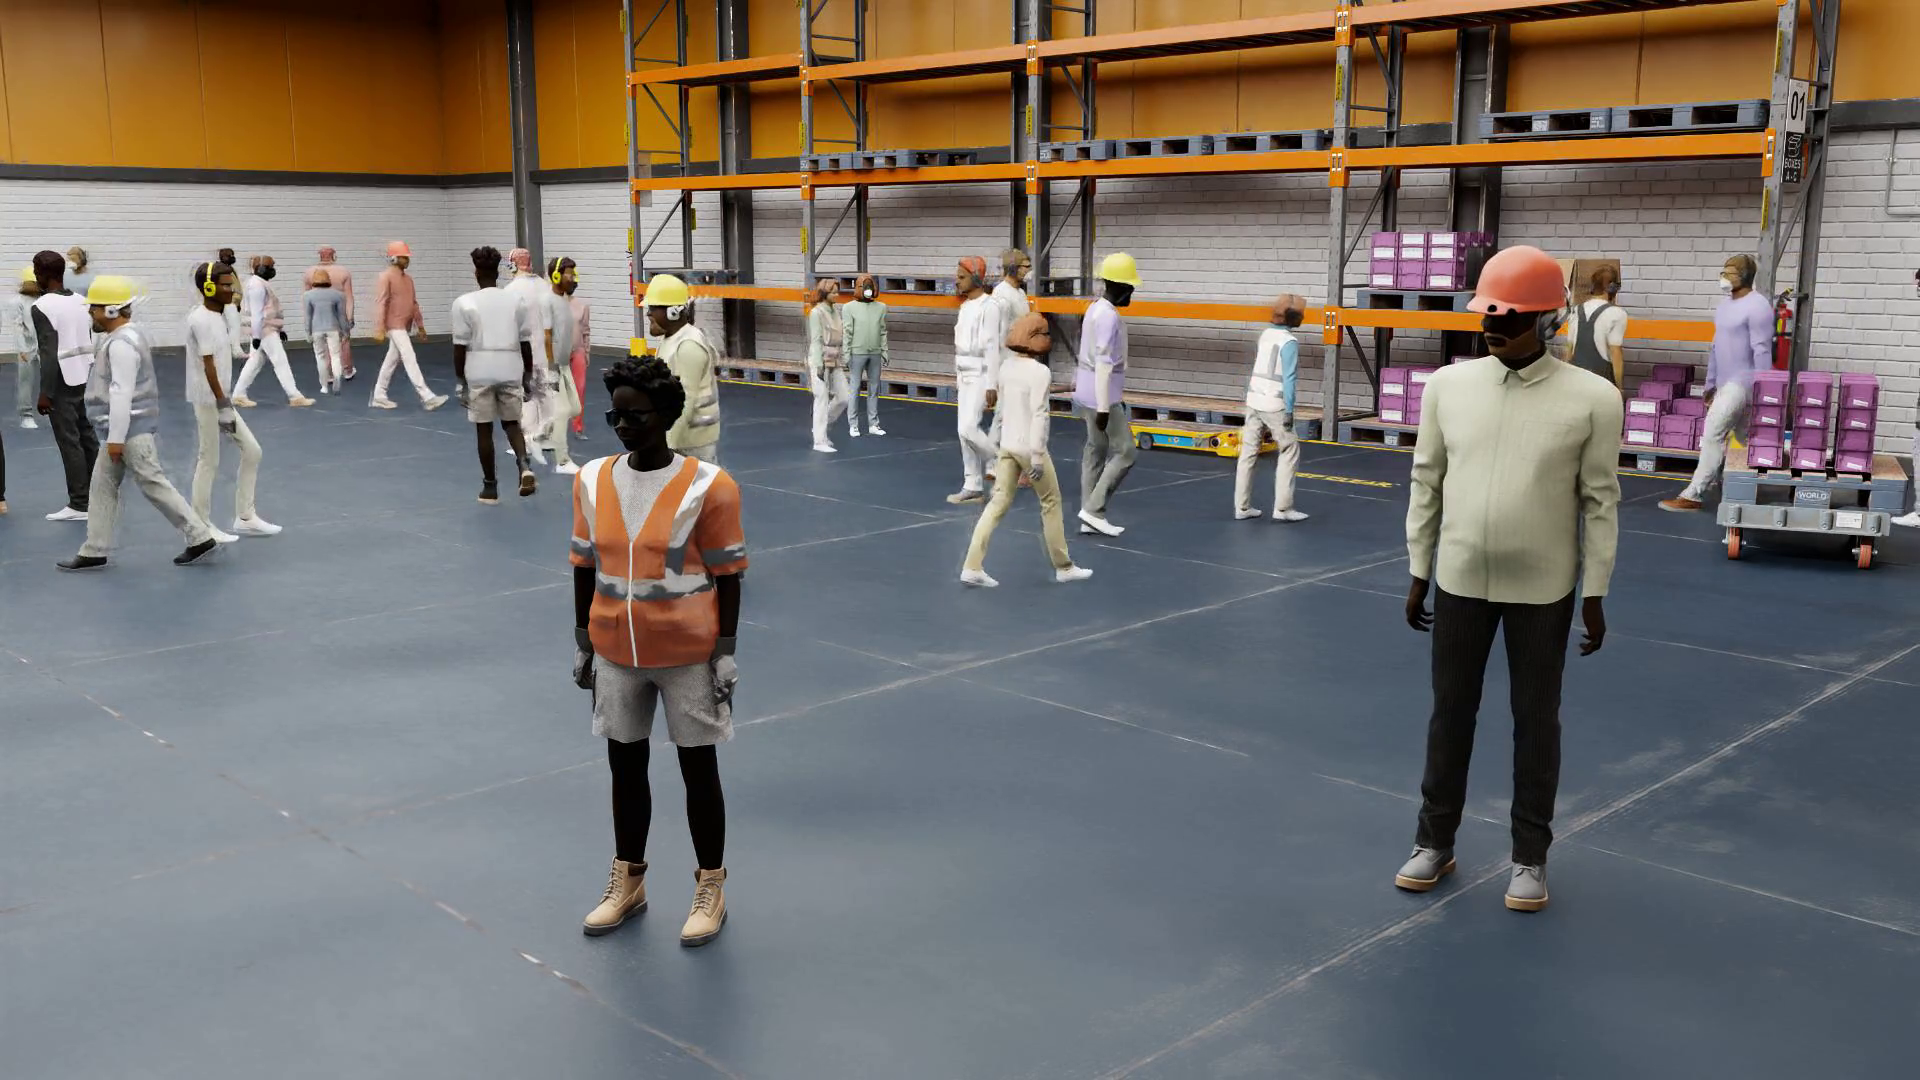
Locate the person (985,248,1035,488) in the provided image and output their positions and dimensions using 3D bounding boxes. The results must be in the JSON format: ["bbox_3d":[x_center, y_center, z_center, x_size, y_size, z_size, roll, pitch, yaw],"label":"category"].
[{"bbox_3d":[0.459,-1.364,13.329,0.625,1.919,0.642,2,11,9],"label":"person"}]

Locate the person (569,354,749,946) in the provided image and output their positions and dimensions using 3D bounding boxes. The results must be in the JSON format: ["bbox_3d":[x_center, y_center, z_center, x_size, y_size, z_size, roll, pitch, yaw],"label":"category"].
[{"bbox_3d":[-0.868,0.318,4.747,0.540,1.695,0.317,3,11,16],"label":"person"}]

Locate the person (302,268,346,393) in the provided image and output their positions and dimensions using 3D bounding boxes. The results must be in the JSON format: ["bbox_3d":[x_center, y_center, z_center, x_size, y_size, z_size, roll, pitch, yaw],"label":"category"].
[{"bbox_3d":[-8.093,-2.662,21.214,0.510,1.611,0.653,-5,12,-26],"label":"person"}]

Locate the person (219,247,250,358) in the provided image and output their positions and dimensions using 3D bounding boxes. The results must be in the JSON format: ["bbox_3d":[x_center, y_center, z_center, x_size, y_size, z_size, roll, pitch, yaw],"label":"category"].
[{"bbox_3d":[-12.143,-3.899,27.402,0.726,1.825,0.625,-2,11,-11],"label":"person"}]

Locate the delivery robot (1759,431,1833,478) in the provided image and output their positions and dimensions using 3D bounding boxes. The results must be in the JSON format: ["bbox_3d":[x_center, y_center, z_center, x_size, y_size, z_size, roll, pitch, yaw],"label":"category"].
[{"bbox_3d":[6.175,-0.577,12.489,0.707,0.478,0.477,-3,11,-16],"label":"delivery robot"}]

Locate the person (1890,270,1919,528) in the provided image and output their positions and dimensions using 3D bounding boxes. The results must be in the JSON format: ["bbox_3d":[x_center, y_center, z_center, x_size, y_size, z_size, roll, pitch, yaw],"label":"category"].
[{"bbox_3d":[6.716,-0.945,11.247,0.574,1.835,0.736,-4,11,-20],"label":"person"}]

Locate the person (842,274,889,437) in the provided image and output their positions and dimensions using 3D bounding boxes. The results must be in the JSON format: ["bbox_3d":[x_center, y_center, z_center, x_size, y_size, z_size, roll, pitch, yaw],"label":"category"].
[{"bbox_3d":[-0.951,-1.864,16.821,0.507,1.631,0.274,-6,12,-29],"label":"person"}]

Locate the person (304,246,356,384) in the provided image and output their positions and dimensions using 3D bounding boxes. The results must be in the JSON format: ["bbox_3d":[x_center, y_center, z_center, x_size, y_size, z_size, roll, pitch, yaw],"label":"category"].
[{"bbox_3d":[-8.647,-3.099,22.904,0.664,1.861,0.995,-2,11,-9],"label":"person"}]

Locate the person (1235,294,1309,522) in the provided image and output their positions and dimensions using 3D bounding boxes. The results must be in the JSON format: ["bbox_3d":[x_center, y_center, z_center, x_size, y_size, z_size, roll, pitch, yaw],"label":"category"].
[{"bbox_3d":[2.219,-0.917,11.708,0.509,1.606,0.514,-3,11,-16],"label":"person"}]

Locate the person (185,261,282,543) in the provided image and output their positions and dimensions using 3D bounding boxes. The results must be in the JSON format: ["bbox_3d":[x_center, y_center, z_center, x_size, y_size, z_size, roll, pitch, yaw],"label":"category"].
[{"bbox_3d":[-4.804,-0.891,10.925,0.675,1.848,0.534,-2,11,-9],"label":"person"}]

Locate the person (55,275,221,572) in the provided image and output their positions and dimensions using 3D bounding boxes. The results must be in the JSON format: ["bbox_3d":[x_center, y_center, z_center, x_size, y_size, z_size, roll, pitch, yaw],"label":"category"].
[{"bbox_3d":[-4.990,-0.699,10.042,0.910,1.795,0.604,-5,12,-26],"label":"person"}]

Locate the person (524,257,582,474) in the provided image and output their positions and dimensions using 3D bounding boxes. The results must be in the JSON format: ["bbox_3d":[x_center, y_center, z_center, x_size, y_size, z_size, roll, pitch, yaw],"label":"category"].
[{"bbox_3d":[-3.455,-1.469,14.092,0.539,1.847,0.510,2,11,10],"label":"person"}]

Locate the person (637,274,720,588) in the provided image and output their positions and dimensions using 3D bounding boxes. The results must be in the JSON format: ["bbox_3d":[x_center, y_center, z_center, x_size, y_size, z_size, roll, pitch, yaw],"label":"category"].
[{"bbox_3d":[-1.659,-0.587,9.414,0.846,1.795,0.594,-5,12,-27],"label":"person"}]

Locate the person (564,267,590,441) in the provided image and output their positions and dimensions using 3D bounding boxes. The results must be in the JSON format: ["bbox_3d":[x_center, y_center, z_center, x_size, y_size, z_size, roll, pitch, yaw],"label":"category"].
[{"bbox_3d":[-3.959,-1.874,16.591,0.543,1.739,0.726,-8,13,-37],"label":"person"}]

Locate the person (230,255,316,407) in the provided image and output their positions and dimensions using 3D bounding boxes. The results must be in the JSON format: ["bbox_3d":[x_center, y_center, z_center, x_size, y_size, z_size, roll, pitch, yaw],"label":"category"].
[{"bbox_3d":[-8.202,-2.454,19.620,0.942,1.799,0.624,-5,11,-24],"label":"person"}]

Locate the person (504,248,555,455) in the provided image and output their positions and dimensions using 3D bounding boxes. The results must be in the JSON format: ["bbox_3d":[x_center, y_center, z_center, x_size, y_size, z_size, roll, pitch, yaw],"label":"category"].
[{"bbox_3d":[-4.021,-1.737,15.406,0.401,1.901,0.641,4,11,23],"label":"person"}]

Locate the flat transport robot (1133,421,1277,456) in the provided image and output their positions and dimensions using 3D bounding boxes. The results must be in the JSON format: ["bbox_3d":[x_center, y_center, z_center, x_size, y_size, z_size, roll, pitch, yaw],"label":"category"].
[{"bbox_3d":[2.201,-0.974,15.685,1.431,0.197,0.652,10,14,42],"label":"flat transport robot"}]

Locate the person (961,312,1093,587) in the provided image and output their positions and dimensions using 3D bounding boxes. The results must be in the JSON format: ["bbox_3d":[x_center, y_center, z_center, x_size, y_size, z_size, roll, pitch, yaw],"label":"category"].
[{"bbox_3d":[0.360,-0.516,9.585,0.846,1.590,0.513,-6,12,-30],"label":"person"}]

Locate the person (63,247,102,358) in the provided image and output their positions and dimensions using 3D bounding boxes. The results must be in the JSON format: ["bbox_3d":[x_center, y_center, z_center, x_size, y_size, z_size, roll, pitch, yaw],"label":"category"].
[{"bbox_3d":[-10.671,-2.624,20.297,0.653,1.890,1.033,1,10,7],"label":"person"}]

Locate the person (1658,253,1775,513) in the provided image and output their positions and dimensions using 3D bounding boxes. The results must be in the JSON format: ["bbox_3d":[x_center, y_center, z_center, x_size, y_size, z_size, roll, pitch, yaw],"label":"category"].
[{"bbox_3d":[5.700,-1.129,12.113,1.013,1.902,0.647,0,10,2],"label":"person"}]

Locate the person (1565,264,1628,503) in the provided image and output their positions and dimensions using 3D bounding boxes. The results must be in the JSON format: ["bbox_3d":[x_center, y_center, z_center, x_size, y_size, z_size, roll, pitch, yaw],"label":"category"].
[{"bbox_3d":[4.689,-1.144,12.404,0.766,1.821,0.530,-6,12,-31],"label":"person"}]

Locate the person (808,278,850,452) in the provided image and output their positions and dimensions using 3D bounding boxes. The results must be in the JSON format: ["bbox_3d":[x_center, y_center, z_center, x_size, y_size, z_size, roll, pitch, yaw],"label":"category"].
[{"bbox_3d":[-1.233,-1.621,15.535,0.363,1.628,0.521,5,12,26],"label":"person"}]

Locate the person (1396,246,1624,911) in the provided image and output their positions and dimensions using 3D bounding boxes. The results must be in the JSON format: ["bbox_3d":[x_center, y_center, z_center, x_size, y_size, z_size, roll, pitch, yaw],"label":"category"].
[{"bbox_3d":[1.641,0.123,5.014,0.612,1.990,0.392,6,12,31],"label":"person"}]

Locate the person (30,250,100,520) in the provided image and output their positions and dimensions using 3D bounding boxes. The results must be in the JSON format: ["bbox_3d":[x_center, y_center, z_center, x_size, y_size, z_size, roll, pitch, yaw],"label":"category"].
[{"bbox_3d":[-6.353,-1.096,11.863,0.369,1.915,0.597,0,10,3],"label":"person"}]

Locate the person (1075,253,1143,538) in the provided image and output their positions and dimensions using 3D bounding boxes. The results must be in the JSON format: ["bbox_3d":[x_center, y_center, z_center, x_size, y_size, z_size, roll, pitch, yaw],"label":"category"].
[{"bbox_3d":[0.994,-0.953,11.115,0.433,1.901,0.625,-1,10,-7],"label":"person"}]

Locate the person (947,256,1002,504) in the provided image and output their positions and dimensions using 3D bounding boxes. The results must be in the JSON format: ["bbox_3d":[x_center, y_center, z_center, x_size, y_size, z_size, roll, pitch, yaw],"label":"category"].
[{"bbox_3d":[0.123,-1.189,12.497,0.458,1.865,0.600,-5,11,-23],"label":"person"}]

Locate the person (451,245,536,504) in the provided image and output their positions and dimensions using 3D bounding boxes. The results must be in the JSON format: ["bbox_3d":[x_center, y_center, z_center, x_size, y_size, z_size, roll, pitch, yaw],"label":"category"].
[{"bbox_3d":[-3.497,-1.231,12.507,0.611,1.948,0.481,-7,13,-34],"label":"person"}]

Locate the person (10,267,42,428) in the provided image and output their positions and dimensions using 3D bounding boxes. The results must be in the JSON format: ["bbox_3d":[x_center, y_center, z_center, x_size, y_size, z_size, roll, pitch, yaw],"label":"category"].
[{"bbox_3d":[-9.576,-1.979,17.297,0.925,1.688,0.496,8,13,36],"label":"person"}]

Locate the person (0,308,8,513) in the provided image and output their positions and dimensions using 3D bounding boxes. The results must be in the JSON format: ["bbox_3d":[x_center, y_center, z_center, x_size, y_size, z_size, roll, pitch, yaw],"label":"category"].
[{"bbox_3d":[-7.149,-1.154,11.835,0.539,2.000,0.689,0,10,-1],"label":"person"}]

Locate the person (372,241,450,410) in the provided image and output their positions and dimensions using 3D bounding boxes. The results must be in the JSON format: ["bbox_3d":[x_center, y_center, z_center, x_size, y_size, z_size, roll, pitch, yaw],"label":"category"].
[{"bbox_3d":[-6.438,-2.475,19.286,1.029,1.942,0.629,2,11,9],"label":"person"}]
